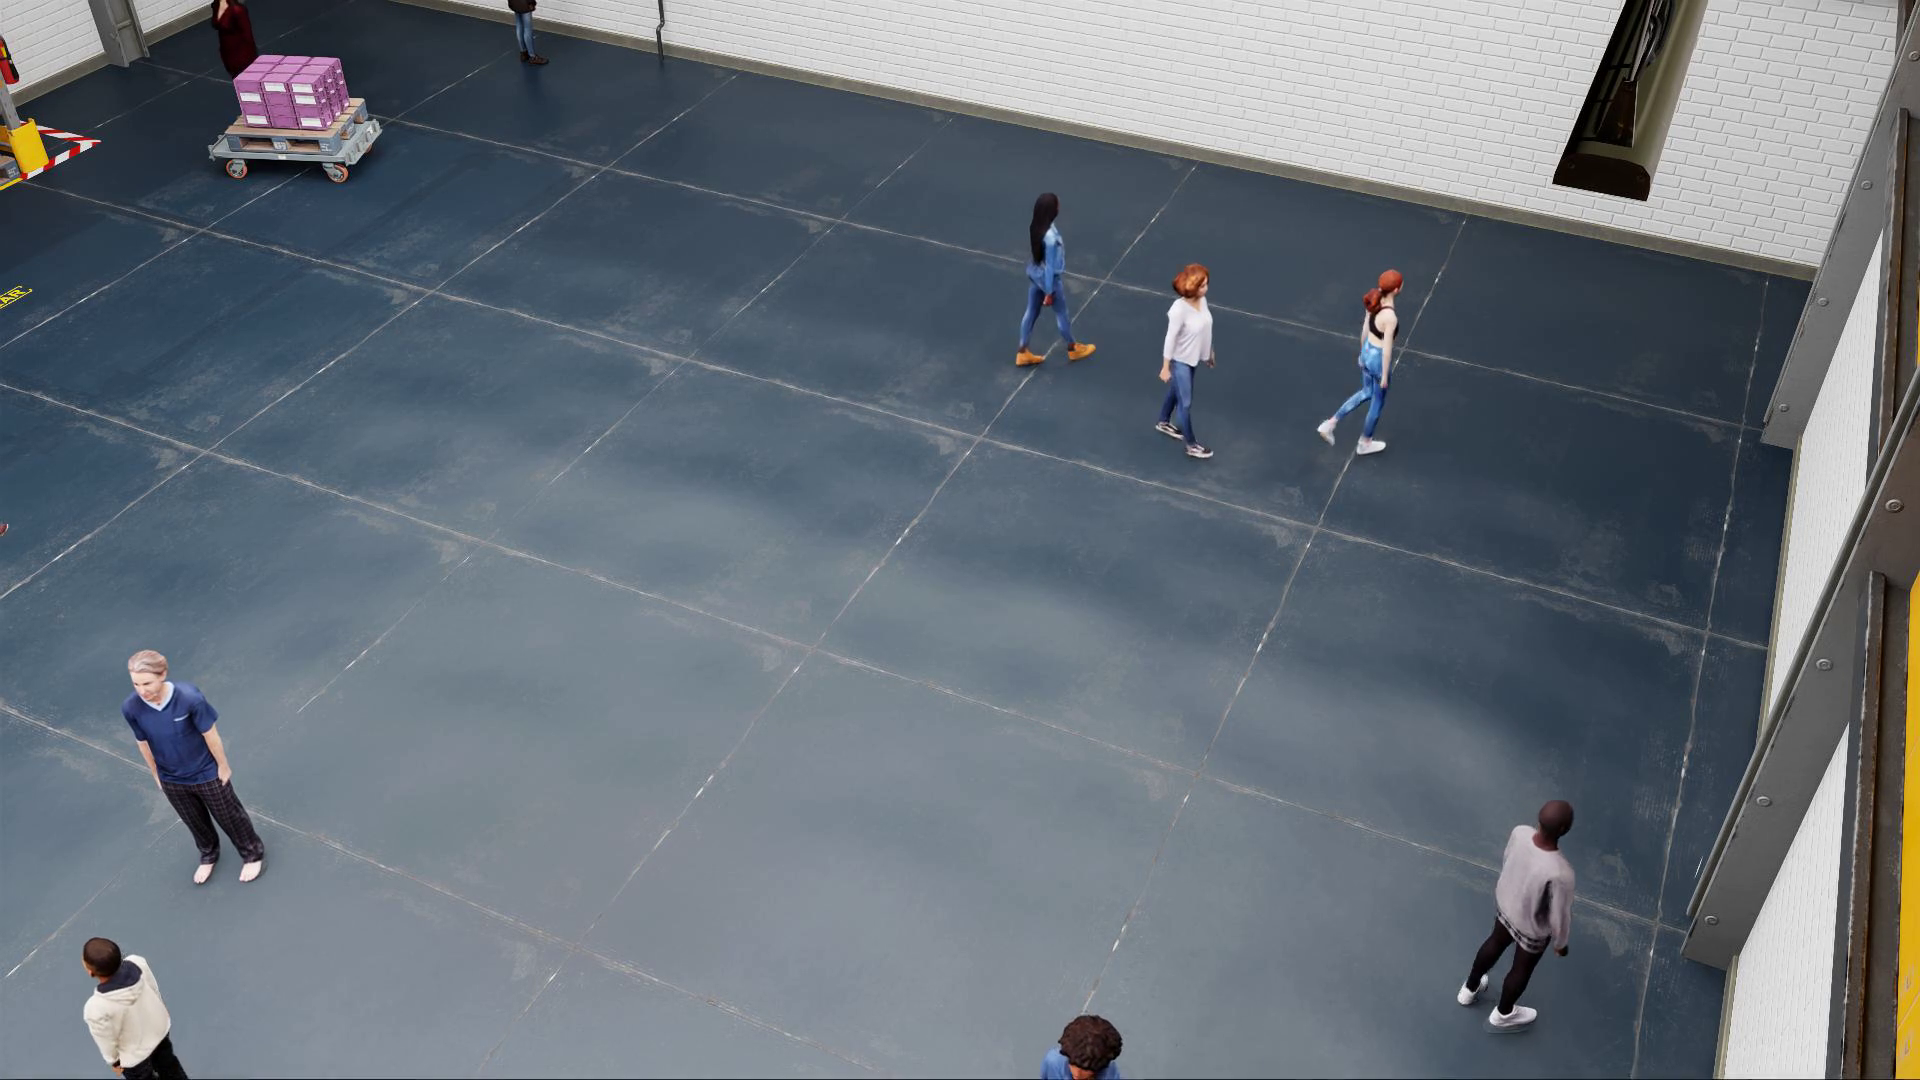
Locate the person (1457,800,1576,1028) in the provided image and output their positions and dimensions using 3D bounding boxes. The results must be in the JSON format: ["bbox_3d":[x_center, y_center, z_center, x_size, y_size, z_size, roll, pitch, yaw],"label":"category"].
[{"bbox_3d":[3.140,2.099,9.311,0.830,1.772,0.775,-12,40,-14],"label":"person"}]

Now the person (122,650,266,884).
[{"bbox_3d":[-4.687,1.379,10.135,0.731,1.868,0.733,-5,39,-6],"label":"person"}]

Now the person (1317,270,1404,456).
[{"bbox_3d":[3.343,-1.407,13.701,0.941,1.772,0.898,-11,40,-13],"label":"person"}]

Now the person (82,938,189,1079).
[{"bbox_3d":[-4.334,2.658,8.873,0.686,1.444,0.622,12,40,14],"label":"person"}]

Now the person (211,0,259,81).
[{"bbox_3d":[-8.130,-5.557,18.928,0.721,1.733,1.013,20,43,23],"label":"person"}]

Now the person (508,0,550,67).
[{"bbox_3d":[-5.381,-6.646,20.370,0.745,1.637,0.728,-28,46,-30],"label":"person"}]

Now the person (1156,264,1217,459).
[{"bbox_3d":[1.820,-1.568,13.963,0.866,1.698,0.934,28,47,31],"label":"person"}]

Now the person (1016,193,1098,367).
[{"bbox_3d":[0.680,-2.295,14.877,1.073,1.691,1.017,-12,40,-14],"label":"person"}]

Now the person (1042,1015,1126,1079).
[{"bbox_3d":[0.678,2.912,8.283,0.753,1.785,0.949,20,43,23],"label":"person"}]
